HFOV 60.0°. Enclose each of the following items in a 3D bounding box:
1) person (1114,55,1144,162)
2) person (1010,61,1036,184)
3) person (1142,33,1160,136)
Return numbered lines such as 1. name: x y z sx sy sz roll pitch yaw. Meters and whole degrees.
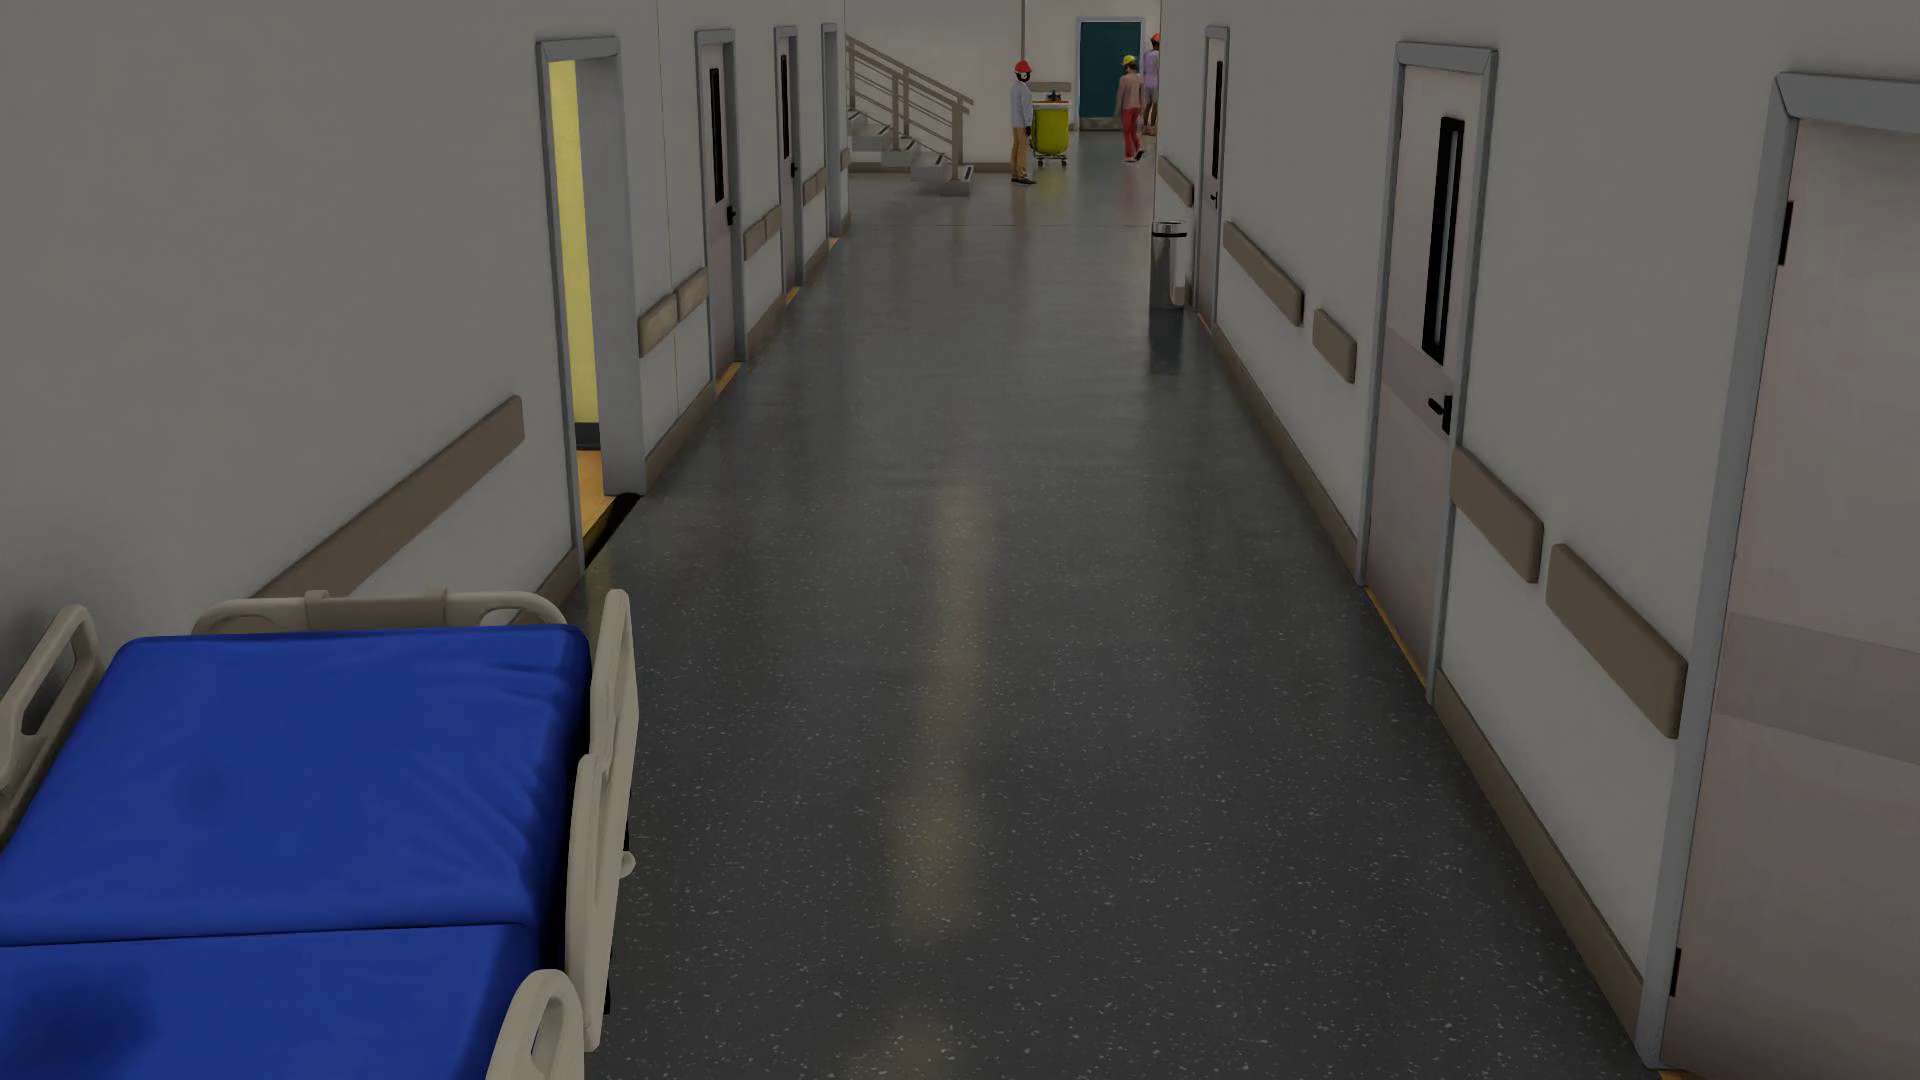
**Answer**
1. person: 2.824 -7.212 27.831 0.519 1.747 0.371 -15 23 -40
2. person: 0.916 -6.094 24.304 0.318 1.756 0.561 -6 19 -18
3. person: 3.955 -9.235 33.740 0.403 2.031 0.614 -11 21 -30
